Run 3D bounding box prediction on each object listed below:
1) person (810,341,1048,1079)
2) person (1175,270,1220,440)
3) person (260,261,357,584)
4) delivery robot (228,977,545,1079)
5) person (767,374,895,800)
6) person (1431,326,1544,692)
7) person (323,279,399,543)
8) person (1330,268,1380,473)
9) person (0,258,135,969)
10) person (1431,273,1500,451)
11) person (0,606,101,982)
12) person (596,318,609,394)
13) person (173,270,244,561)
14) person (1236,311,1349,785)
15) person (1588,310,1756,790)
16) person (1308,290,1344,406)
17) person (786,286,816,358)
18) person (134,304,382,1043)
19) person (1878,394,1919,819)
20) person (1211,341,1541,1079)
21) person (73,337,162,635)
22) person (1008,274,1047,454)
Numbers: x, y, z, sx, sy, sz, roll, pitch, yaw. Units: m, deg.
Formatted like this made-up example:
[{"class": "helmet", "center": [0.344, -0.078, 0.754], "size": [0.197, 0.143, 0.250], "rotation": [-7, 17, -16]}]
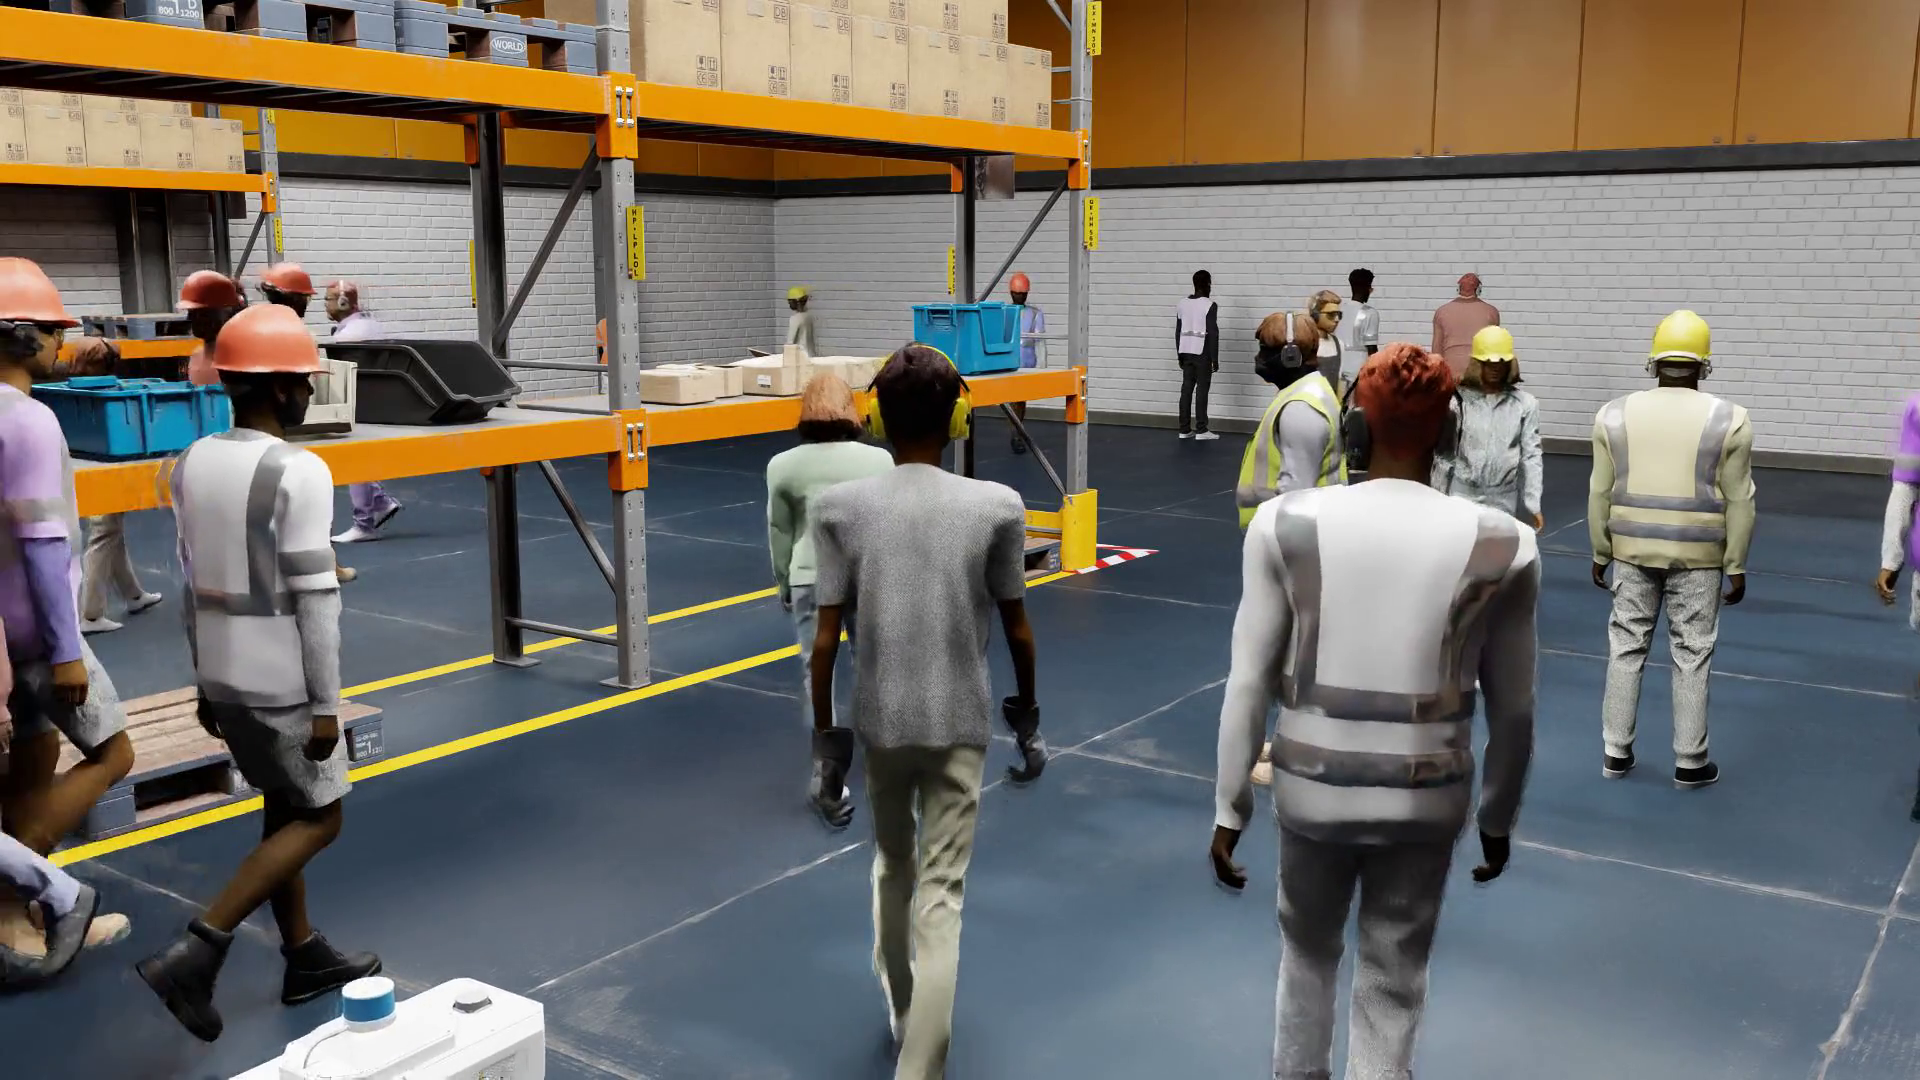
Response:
[{"class": "person", "center": [-0.057, 0.449, 3.994], "size": [0.518, 1.831, 0.905], "rotation": [2, 10, 11]}, {"class": "person", "center": [2.694, -2.097, 18.894], "size": [0.374, 1.916, 0.596], "rotation": [-8, 12, -38]}, {"class": "person", "center": [-4.112, -0.669, 10.083], "size": [0.614, 2.022, 0.854], "rotation": [5, 11, 26]}, {"class": "delivery robot", "center": [-1.197, 1.139, 3.396], "size": [0.477, 0.478, 0.707], "rotation": [6, 11, 33]}, {"class": "person", "center": [-0.463, 0.167, 6.346], "size": [0.516, 1.587, 0.842], "rotation": [1, 10, 4]}, {"class": "person", "center": [2.517, -0.147, 7.888], "size": [0.489, 1.716, 0.672], "rotation": [-1, 10, -6]}, {"class": "person", "center": [-4.374, -0.915, 11.919], "size": [0.424, 1.891, 0.674], "rotation": [-3, 10, -15]}, {"class": "person", "center": [3.772, -1.617, 15.919], "size": [0.372, 1.958, 0.607], "rotation": [-6, 11, -31]}, {"class": "person", "center": [-2.628, 0.233, 4.675], "size": [0.616, 2.028, 0.452], "rotation": [7, 12, 38]}, {"class": "person", "center": [4.929, -1.642, 16.219], "size": [0.643, 1.908, 0.399], "rotation": [4, 10, 25]}, {"class": "person", "center": [-2.714, 0.408, 4.477], "size": [0.537, 1.758, 0.432], "rotation": [8, 12, 40]}, {"class": "person", "center": [-3.731, -1.867, 18.180], "size": [0.541, 1.696, 0.315], "rotation": [6, 11, 32]}, {"class": "person", "center": [-3.581, -0.319, 8.139], "size": [0.620, 1.978, 0.438], "rotation": [6, 11, 31]}, {"class": "person", "center": [1.289, 0.033, 6.486], "size": [0.432, 1.836, 0.618], "rotation": [2, 10, 11]}, {"class": "person", "center": [2.730, 0.043, 6.399], "size": [0.598, 1.832, 0.404], "rotation": [7, 12, 36]}, {"class": "person", "center": [2.389, -0.767, 11.261], "size": [0.517, 1.834, 0.376], "rotation": [-6, 11, -32]}, {"class": "person", "center": [-1.895, -2.176, 19.949], "size": [0.898, 1.722, 0.536], "rotation": [3, 10, 18]}, {"class": "person", "center": [-1.848, 0.357, 4.300], "size": [0.546, 1.919, 0.677], "rotation": [5, 11, 30]}, {"class": "person", "center": [3.794, 0.049, 6.185], "size": [0.979, 1.885, 0.547], "rotation": [-9, 13, -43]}, {"class": "person", "center": [0.845, 0.527, 3.416], "size": [0.614, 1.861, 0.687], "rotation": [2, 10, 14]}, {"class": "person", "center": [-4.660, -0.313, 9.213], "size": [0.535, 1.605, 0.809], "rotation": [4, 10, 21]}, {"class": "person", "center": [0.633, -1.888, 17.764], "size": [0.563, 1.892, 1.005], "rotation": [-1, 10, -6]}]
